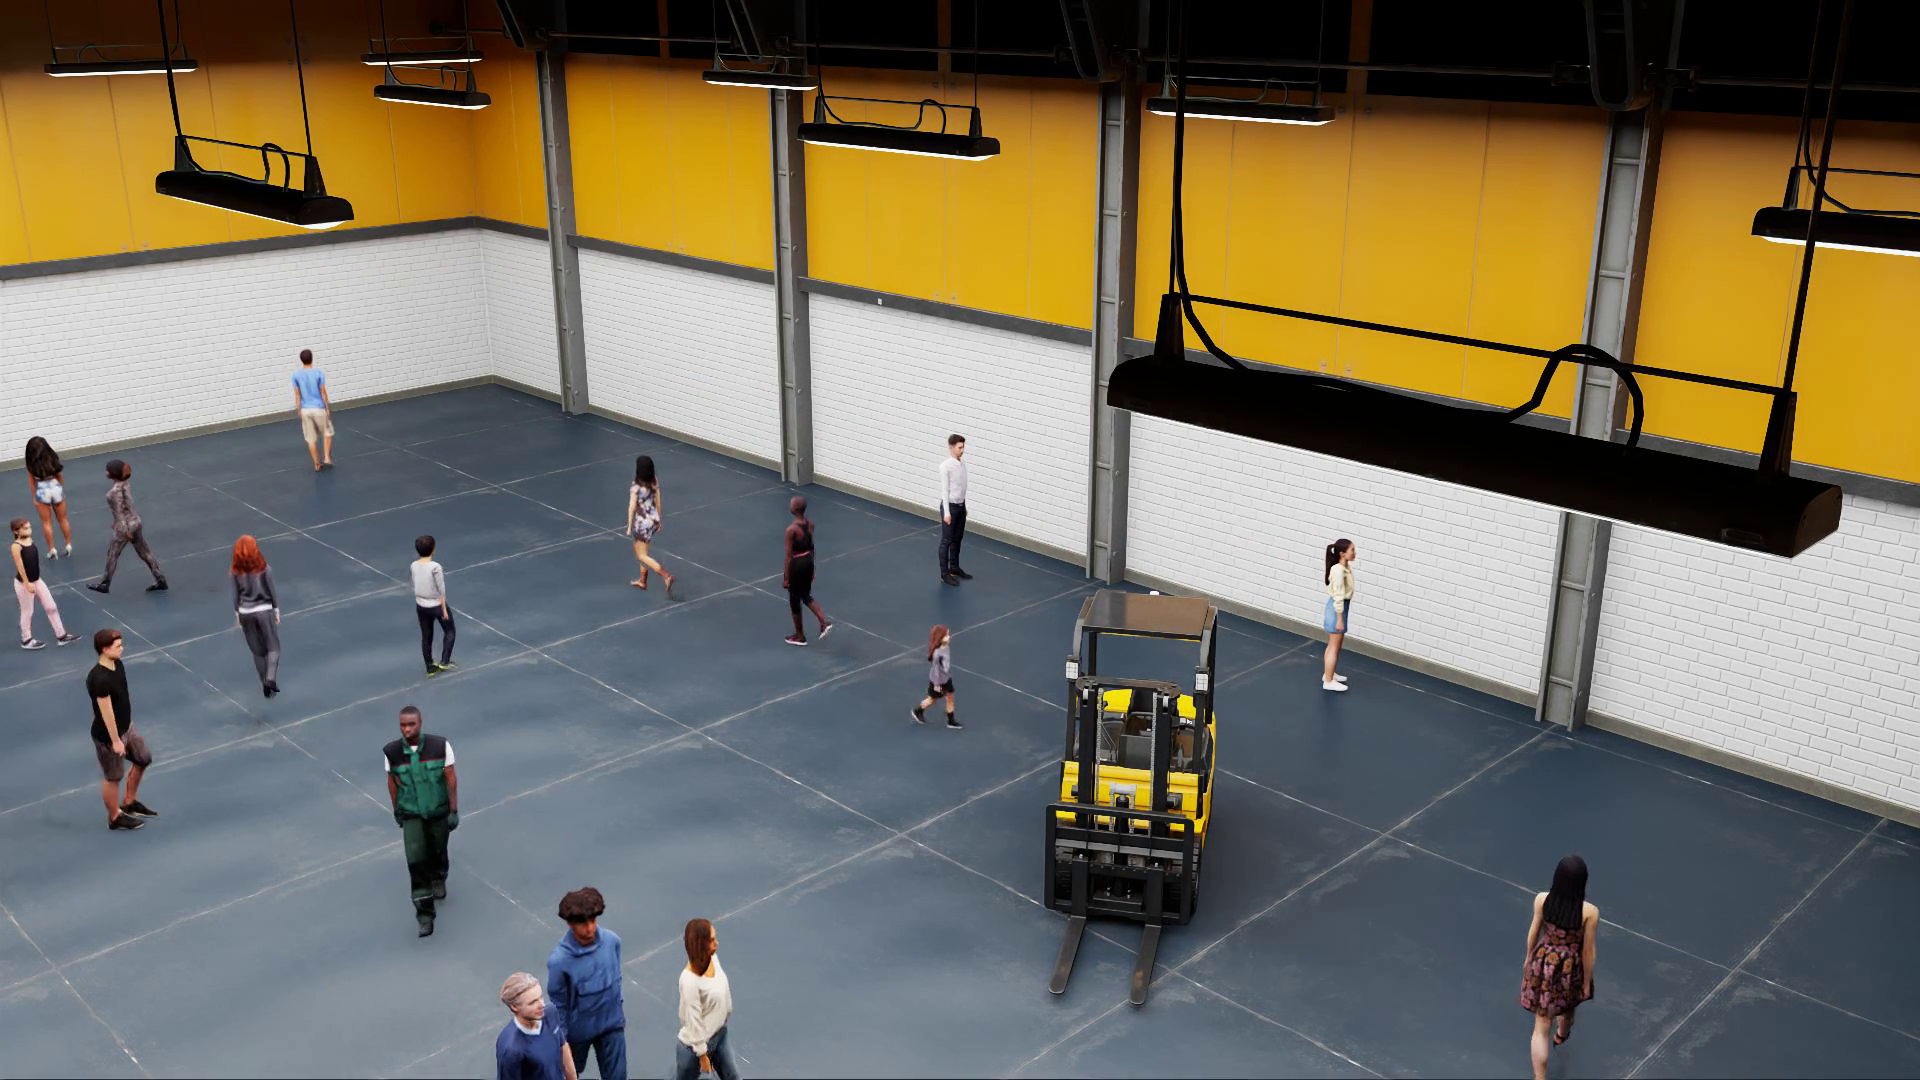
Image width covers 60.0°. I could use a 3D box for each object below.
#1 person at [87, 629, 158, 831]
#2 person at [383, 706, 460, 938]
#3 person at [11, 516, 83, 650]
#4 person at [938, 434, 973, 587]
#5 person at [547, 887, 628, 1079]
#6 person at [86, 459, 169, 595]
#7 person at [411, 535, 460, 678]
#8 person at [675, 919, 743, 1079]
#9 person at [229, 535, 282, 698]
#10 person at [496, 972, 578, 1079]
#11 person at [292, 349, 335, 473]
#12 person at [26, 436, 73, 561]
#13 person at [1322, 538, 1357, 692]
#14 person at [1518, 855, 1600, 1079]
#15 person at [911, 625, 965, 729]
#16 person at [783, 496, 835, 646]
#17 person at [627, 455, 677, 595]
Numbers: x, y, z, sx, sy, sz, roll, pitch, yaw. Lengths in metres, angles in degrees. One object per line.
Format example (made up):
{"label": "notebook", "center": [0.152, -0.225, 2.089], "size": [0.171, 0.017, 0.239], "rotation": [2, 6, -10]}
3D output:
{"label": "person", "center": [-7.436, 1.651, 14.429], "size": [0.875, 1.846, 0.800], "rotation": [-1, 19, -3]}
{"label": "person", "center": [-4.196, 2.122, 13.117], "size": [1.051, 1.790, 1.281], "rotation": [-5, 19, -16]}
{"label": "person", "center": [-10.345, 0.486, 18.372], "size": [0.946, 1.537, 0.851], "rotation": [2, 19, 5]}
{"label": "person", "center": [-0.090, -0.411, 20.509], "size": [0.643, 1.873, 0.658], "rotation": [12, 22, 32]}
{"label": "person", "center": [-2.382, 3.002, 10.536], "size": [0.823, 1.770, 1.213], "rotation": [-13, 22, -33]}
{"label": "person", "center": [-9.912, -0.130, 20.002], "size": [1.089, 1.664, 1.112], "rotation": [-2, 19, -7]}
{"label": "person", "center": [-5.662, 0.729, 17.646], "size": [0.619, 1.539, 0.723], "rotation": [6, 20, 18]}
{"label": "person", "center": [-1.683, 3.126, 10.381], "size": [1.152, 1.635, 0.956], "rotation": [5, 19, 14]}
{"label": "person", "center": [-7.207, 0.823, 17.007], "size": [0.774, 1.770, 0.867], "rotation": [-4, 19, -12]}
{"label": "person", "center": [-2.490, 3.288, 9.591], "size": [1.257, 1.832, 1.024], "rotation": [5, 19, 15]}
{"label": "person", "center": [-9.751, -1.933, 25.055], "size": [0.784, 1.857, 0.830], "rotation": [-3, 19, -9]}
{"label": "person", "center": [-11.668, -0.548, 21.303], "size": [0.550, 1.626, 0.558], "rotation": [16, 25, 40]}
{"label": "person", "center": [3.952, 0.763, 17.410], "size": [0.723, 1.626, 0.712], "rotation": [4, 19, 12]}
{"label": "person", "center": [3.881, 2.915, 10.860], "size": [1.136, 1.729, 0.896], "rotation": [9, 21, 26]}
{"label": "person", "center": [-0.244, 1.355, 16.501], "size": [0.840, 1.084, 0.646], "rotation": [8, 20, 23]}
{"label": "person", "center": [-1.694, 0.373, 18.382], "size": [0.893, 1.746, 0.676], "rotation": [12, 22, 32]}
{"label": "person", "center": [-3.732, -0.151, 19.986], "size": [1.061, 1.715, 0.777], "rotation": [11, 21, 29]}
